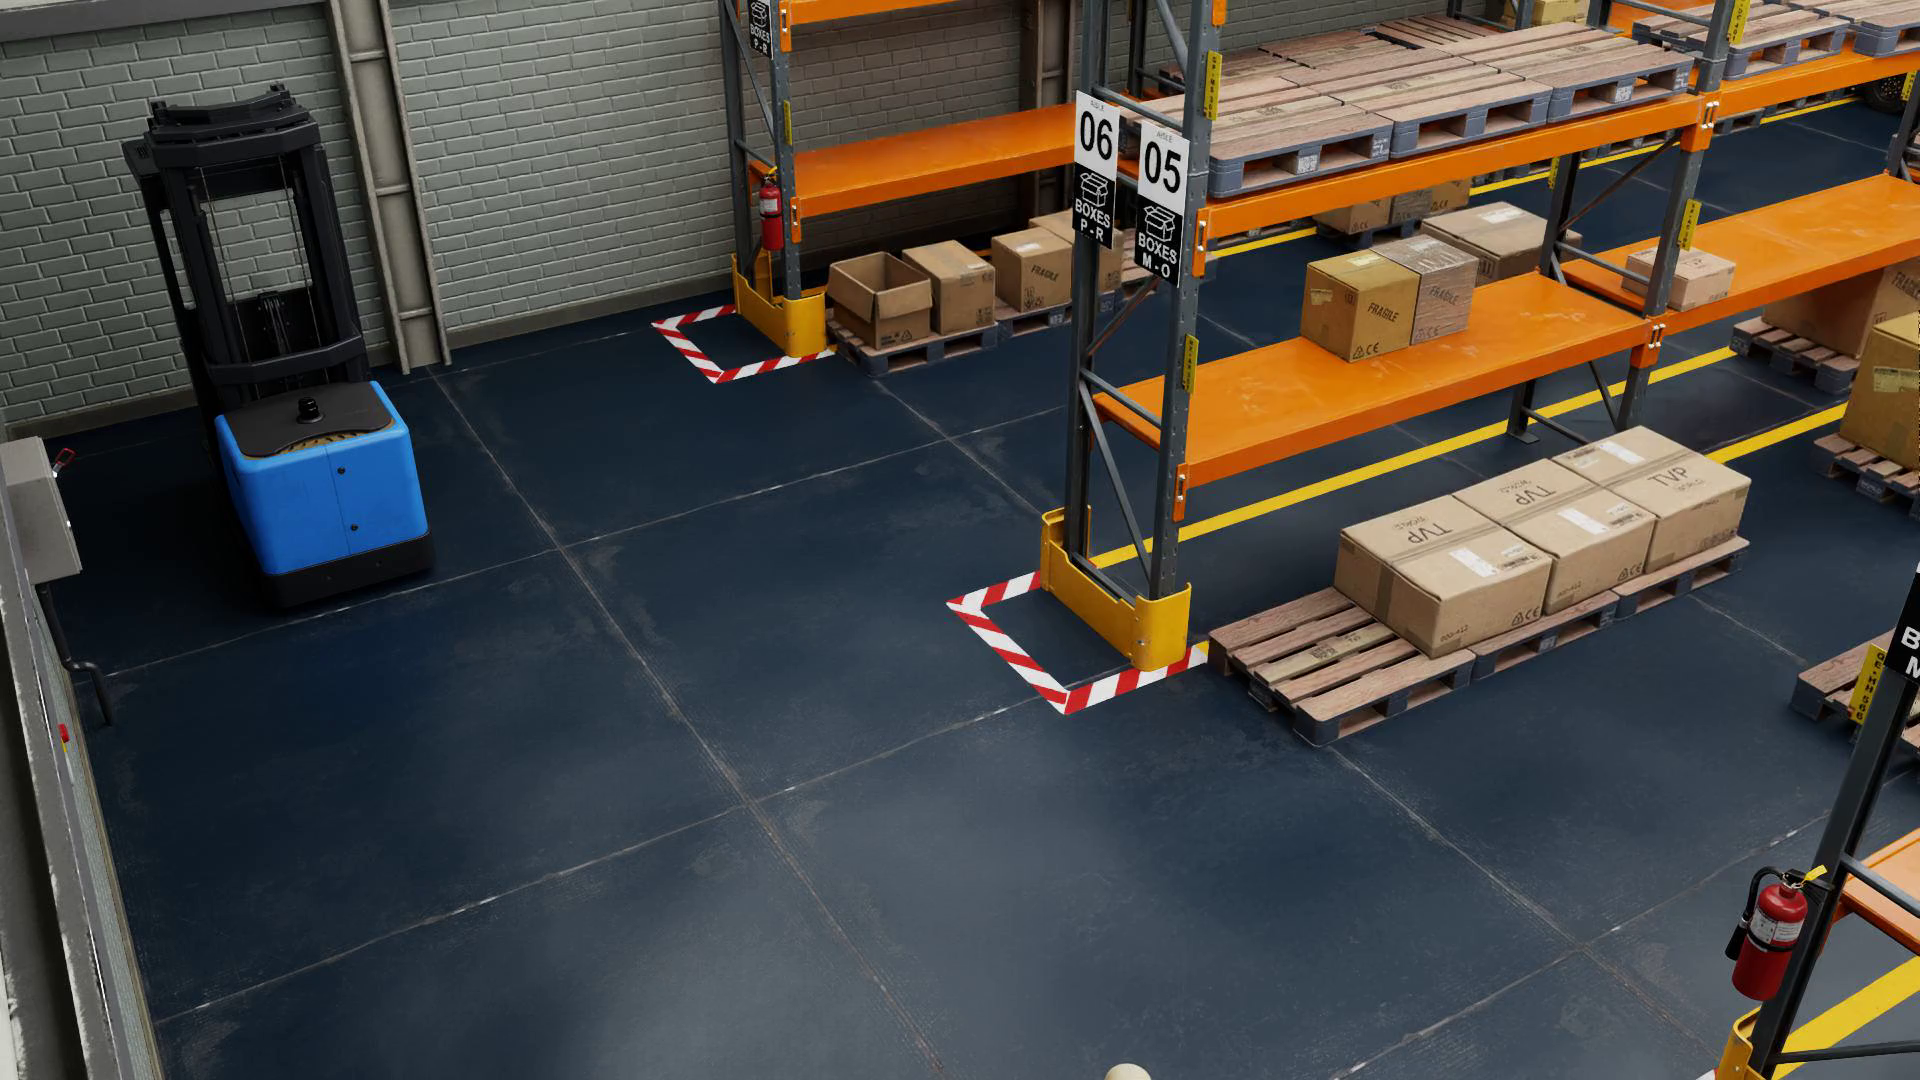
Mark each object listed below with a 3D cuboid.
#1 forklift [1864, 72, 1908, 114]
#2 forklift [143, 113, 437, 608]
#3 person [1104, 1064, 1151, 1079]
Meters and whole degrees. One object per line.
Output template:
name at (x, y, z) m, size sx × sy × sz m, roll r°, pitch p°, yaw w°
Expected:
forklift at (11.468, -5.645, 18.244) m, size 1.214 × 2.155 × 2.313 m, roll -17°, pitch 36°, yaw -26°
forklift at (-4.289, -1.259, 10.509) m, size 1.129 × 2.768 × 1.873 m, roll -17°, pitch 36°, yaw -26°
person at (0.519, 2.397, 5.610) m, size 0.589 × 1.799 × 0.395 m, roll -2°, pitch 32°, yaw -3°
